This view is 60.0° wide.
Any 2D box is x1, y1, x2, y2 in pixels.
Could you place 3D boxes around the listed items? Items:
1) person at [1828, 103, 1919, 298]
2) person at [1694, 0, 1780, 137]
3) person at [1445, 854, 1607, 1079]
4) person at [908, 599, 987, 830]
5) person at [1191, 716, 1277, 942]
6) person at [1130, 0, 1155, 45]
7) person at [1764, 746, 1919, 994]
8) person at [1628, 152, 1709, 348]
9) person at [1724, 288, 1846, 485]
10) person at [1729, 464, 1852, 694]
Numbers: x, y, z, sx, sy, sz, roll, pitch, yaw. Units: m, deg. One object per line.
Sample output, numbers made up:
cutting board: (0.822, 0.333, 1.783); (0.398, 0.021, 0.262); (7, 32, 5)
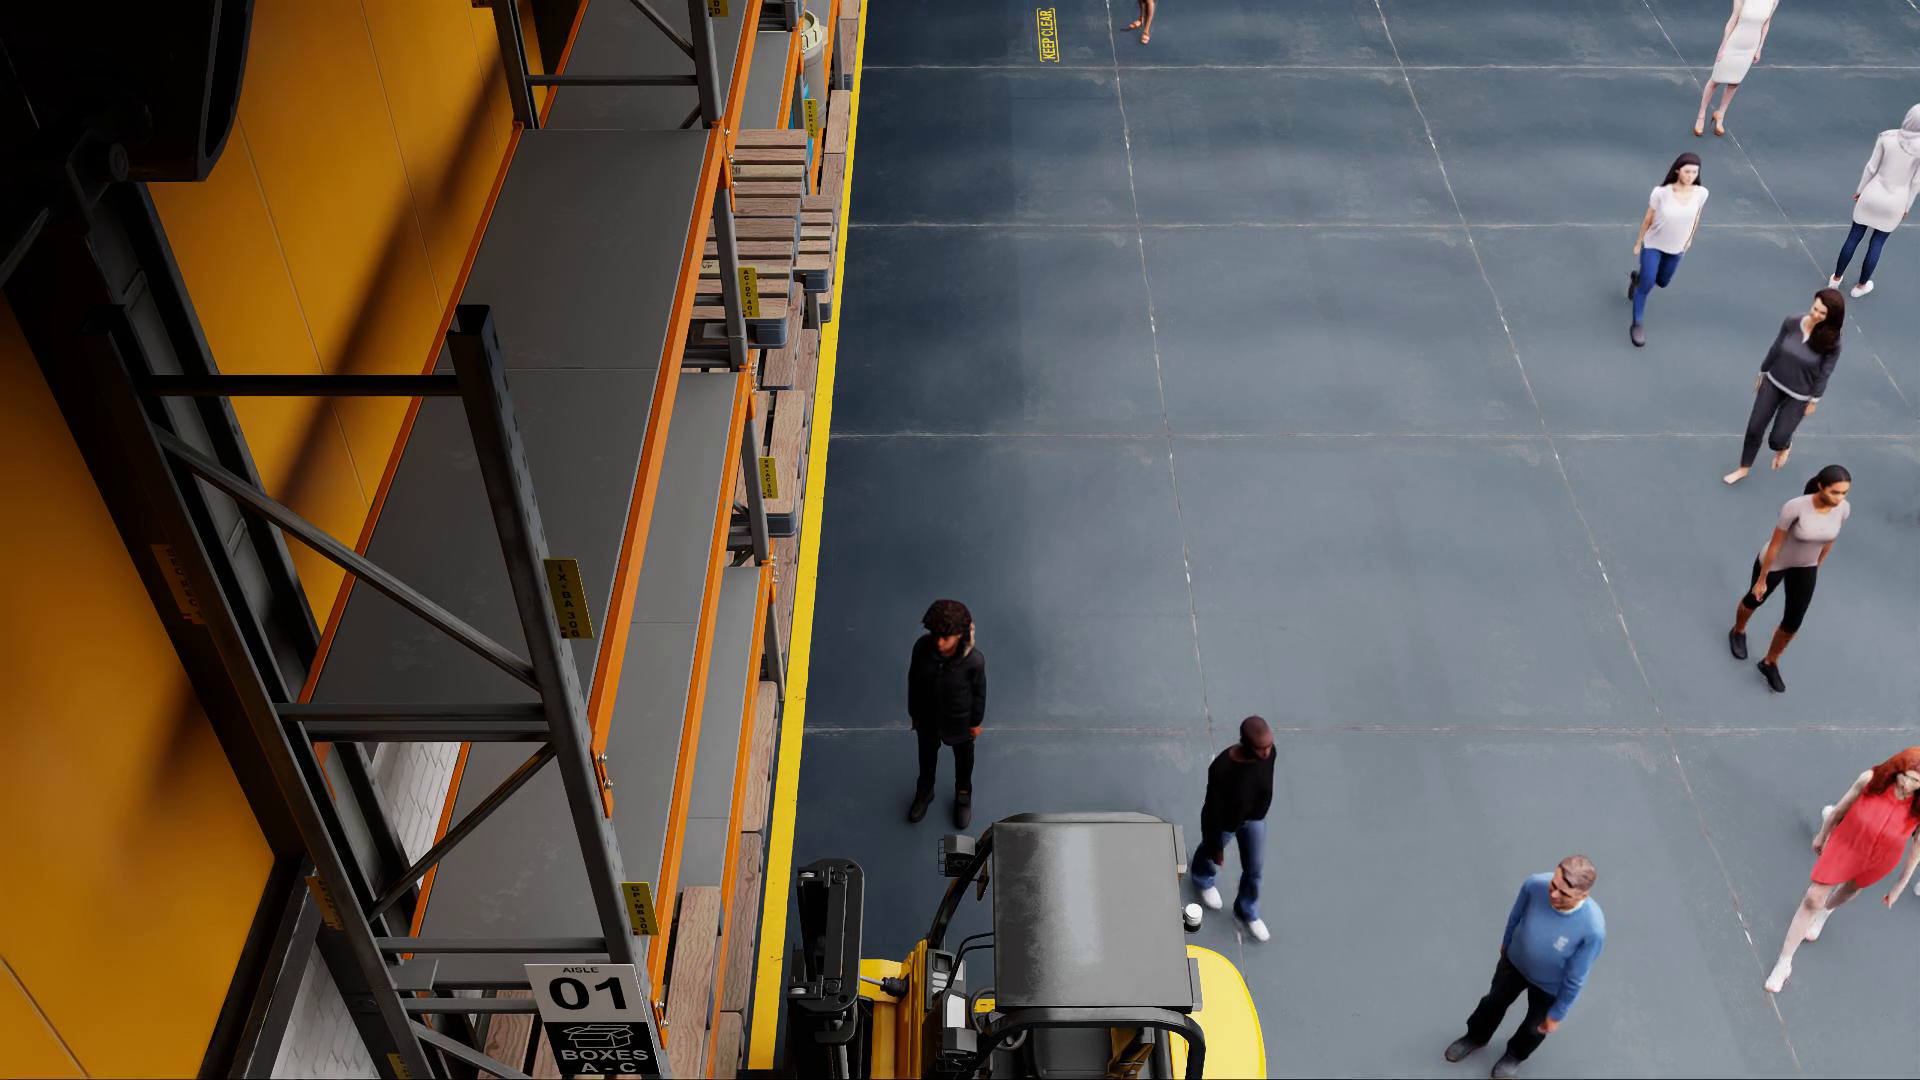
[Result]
person: (7.736, -2.847, 13.943); (0.686, 1.775, 0.733); (31, 52, 28)
person: (7.427, -4.681, 15.857); (0.563, 1.791, 0.483); (1, 44, 1)
person: (3.059, 2.198, 8.625); (0.872, 1.806, 0.801); (-28, 50, -26)
person: (-0.085, 1.010, 9.890); (0.677, 1.781, 0.671); (9, 44, 10)
person: (1.486, 1.515, 9.399); (0.792, 1.727, 0.938); (-17, 46, -17)
person: (1.968, -6.081, 17.485); (0.774, 1.572, 0.869); (27, 50, 25)
person: (4.986, 1.688, 9.168); (0.990, 1.795, 1.134); (26, 49, 24)
person: (5.704, -2.423, 13.578); (0.596, 1.665, 0.929); (1, 44, 1)
person: (6.103, -1.132, 12.157); (0.914, 1.756, 0.864); (-27, 50, -26)
person: (5.362, 0.121, 10.864); (0.636, 1.725, 0.816); (2, 44, 3)
